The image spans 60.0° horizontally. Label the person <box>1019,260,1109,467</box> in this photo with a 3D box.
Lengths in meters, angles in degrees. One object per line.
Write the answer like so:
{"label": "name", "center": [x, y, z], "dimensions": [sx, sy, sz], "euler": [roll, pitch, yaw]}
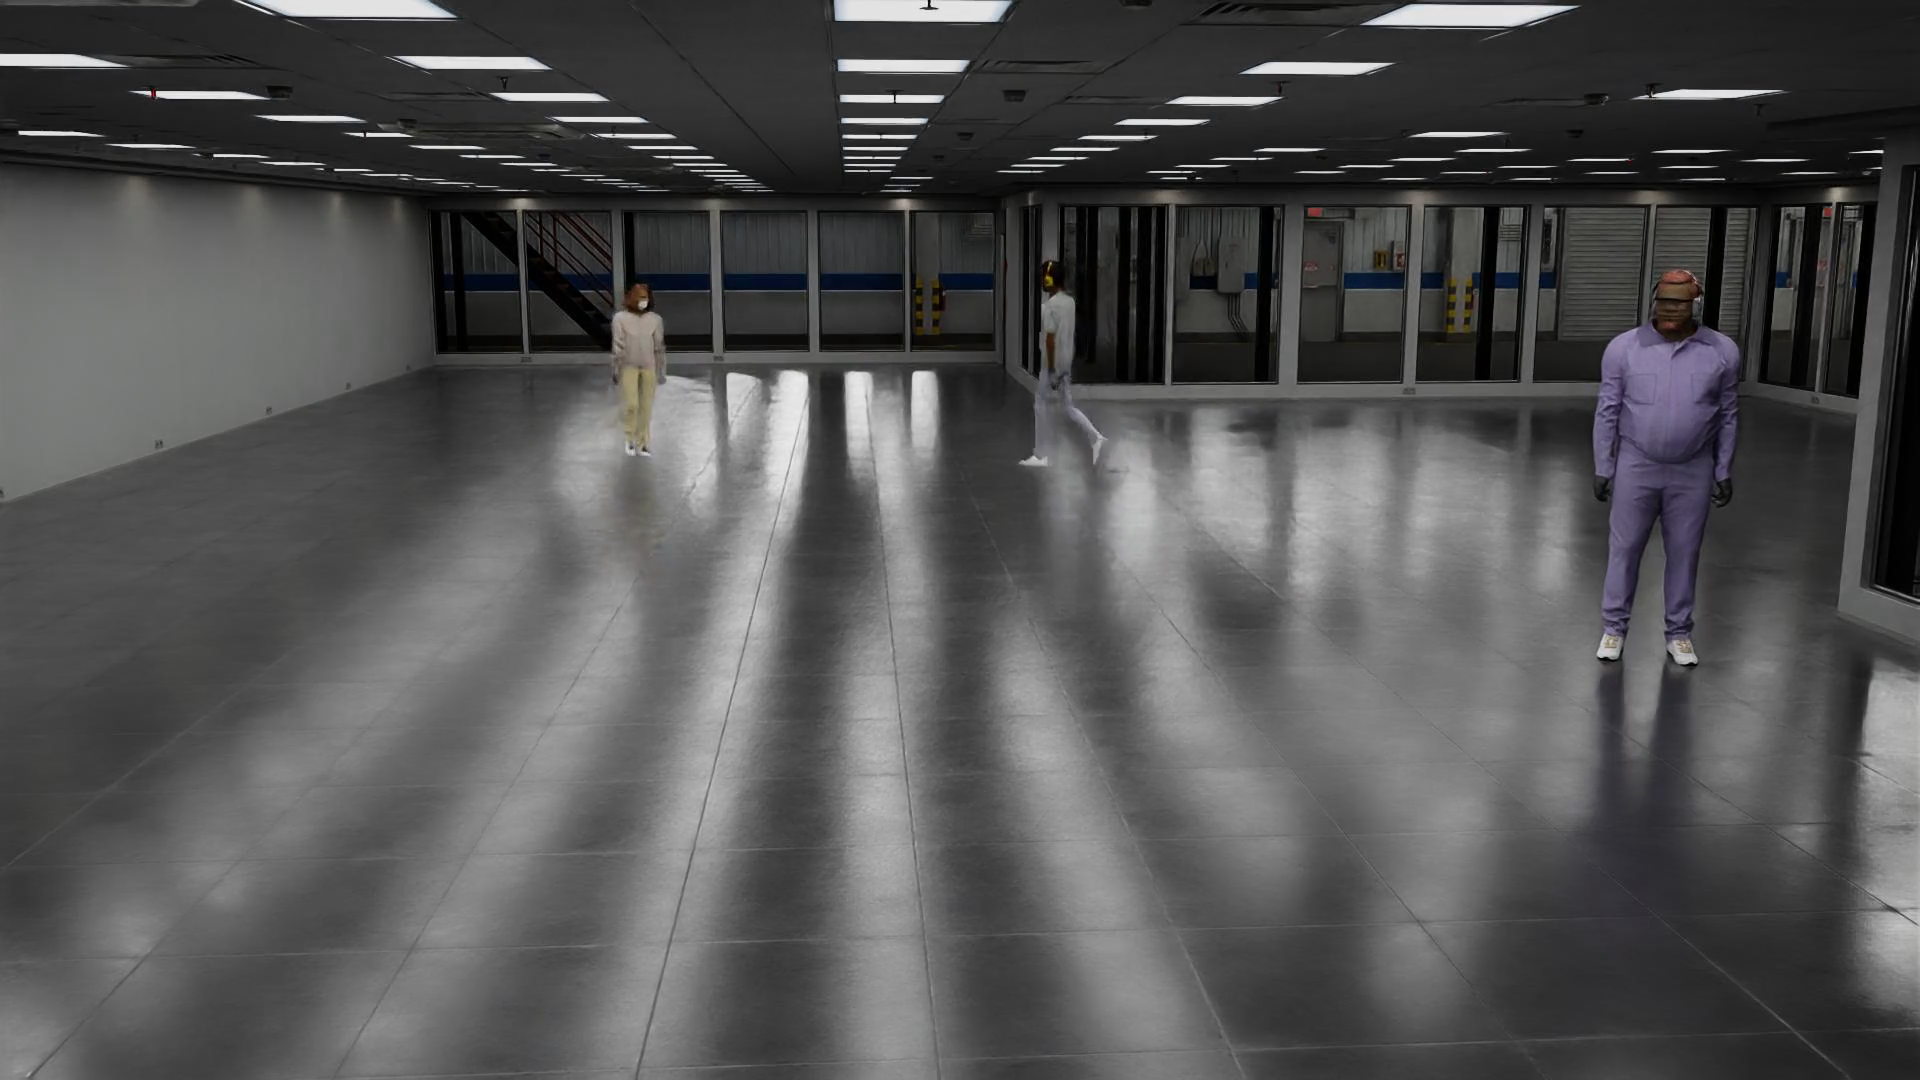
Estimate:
{"label": "person", "center": [0.912, -1.534, 14.643], "dimensions": [0.802, 1.850, 0.512], "euler": [9, 14, 39]}

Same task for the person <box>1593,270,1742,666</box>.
{"label": "person", "center": [3.397, -0.341, 8.028], "dimensions": [0.655, 1.904, 0.407], "euler": [3, 11, 15]}

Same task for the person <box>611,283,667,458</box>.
{"label": "person", "center": [-2.953, -1.558, 15.344], "dimensions": [0.513, 1.613, 0.382], "euler": [-6, 12, -31]}
